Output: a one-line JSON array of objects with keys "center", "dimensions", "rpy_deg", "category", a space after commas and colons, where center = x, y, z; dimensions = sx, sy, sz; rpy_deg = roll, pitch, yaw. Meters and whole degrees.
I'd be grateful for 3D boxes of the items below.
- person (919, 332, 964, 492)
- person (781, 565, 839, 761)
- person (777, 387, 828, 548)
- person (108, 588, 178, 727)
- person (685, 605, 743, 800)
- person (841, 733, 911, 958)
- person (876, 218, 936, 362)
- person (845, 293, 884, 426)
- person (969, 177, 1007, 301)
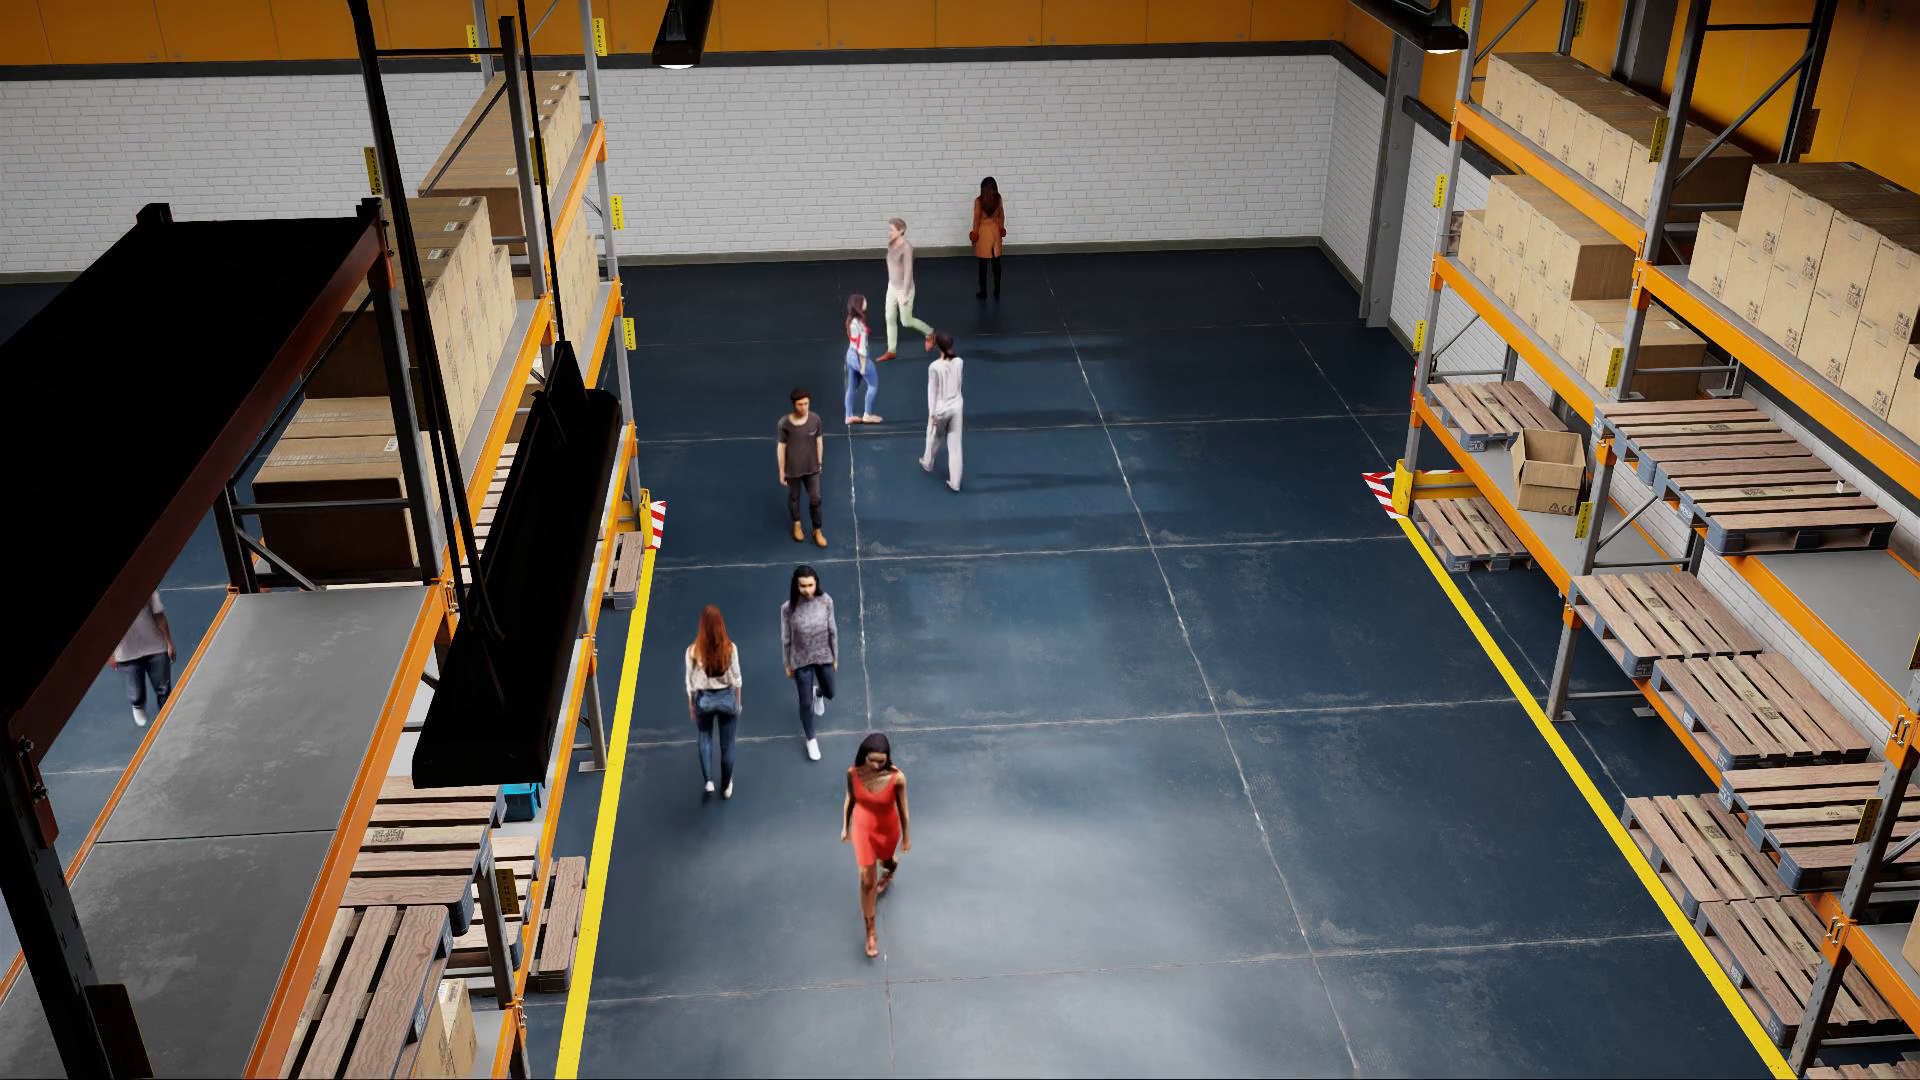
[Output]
[{"center": [-0.096, -1.338, 17.737], "dimensions": [0.782, 1.744, 1.046], "rpy_deg": [-11, 30, -19], "category": "person"}, {"center": [-1.231, 0.925, 13.613], "dimensions": [0.711, 1.720, 0.941], "rpy_deg": [-7, 29, -13], "category": "person"}, {"center": [-1.630, -0.792, 16.785], "dimensions": [0.703, 1.697, 0.806], "rpy_deg": [-7, 29, -12], "category": "person"}, {"center": [-6.725, 0.846, 13.600], "dimensions": [0.911, 1.871, 1.012], "rpy_deg": [-19, 34, -31], "category": "person"}, {"center": [-1.894, 1.310, 12.905], "dimensions": [0.572, 1.723, 0.640], "rpy_deg": [-2, 29, -3], "category": "person"}, {"center": [-0.580, 2.004, 11.686], "dimensions": [0.772, 1.672, 1.166], "rpy_deg": [4, 29, 7], "category": "person"}, {"center": [-0.667, -3.154, 20.953], "dimensions": [1.088, 1.852, 1.110], "rpy_deg": [-21, 35, -33], "category": "person"}, {"center": [-1.241, -2.067, 19.225], "dimensions": [0.778, 1.598, 0.702], "rpy_deg": [-14, 32, -24], "category": "person"}, {"center": [0.388, -4.176, 22.964], "dimensions": [0.755, 1.720, 0.687], "rpy_deg": [-10, 30, -18], "category": "person"}]
